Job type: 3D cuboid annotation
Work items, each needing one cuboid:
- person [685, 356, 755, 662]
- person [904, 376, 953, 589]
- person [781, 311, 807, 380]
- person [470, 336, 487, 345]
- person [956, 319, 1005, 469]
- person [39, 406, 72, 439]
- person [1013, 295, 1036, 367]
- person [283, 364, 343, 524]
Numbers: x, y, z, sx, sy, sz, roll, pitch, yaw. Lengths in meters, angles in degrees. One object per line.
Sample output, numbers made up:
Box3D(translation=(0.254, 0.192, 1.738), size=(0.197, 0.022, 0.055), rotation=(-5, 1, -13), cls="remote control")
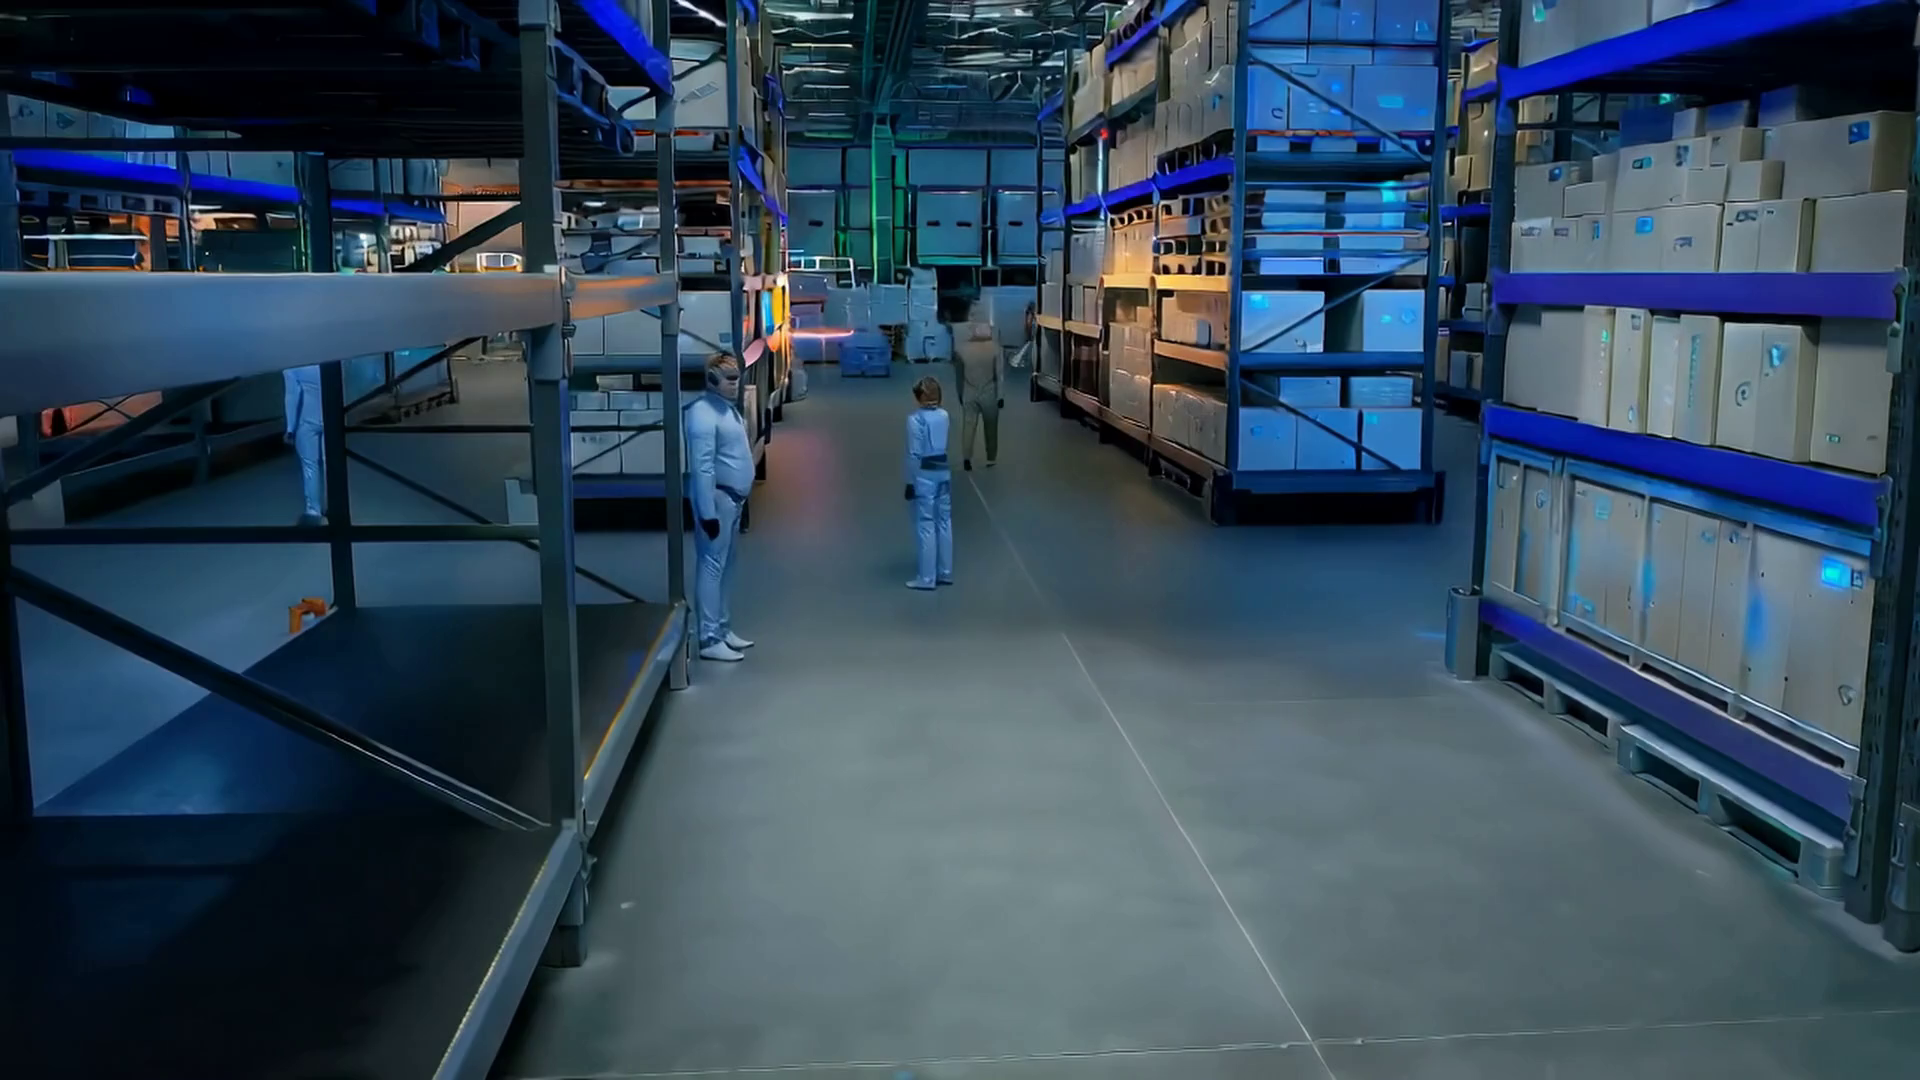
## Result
Box3D(translation=(-1.488, -0.204, 10.475), size=(0.401, 1.904, 0.641), rotation=(1, 9, 7), cls="person")
Box3D(translation=(-0.241, -0.442, 12.793), size=(0.310, 1.638, 0.523), rotation=(6, 11, 35), cls="person")
Box3D(translation=(-3.476, -3.861, 34.095), size=(0.545, 1.685, 0.545), rotation=(-1, 9, -8), cls="person")
Box3D(translation=(-16.558, -7.527, 57.014), size=(0.555, 1.715, 0.516), rotation=(-3, 10, -18), cls="person")
Box3D(translation=(0.244, -1.819, 20.753), size=(0.641, 1.866, 0.947), rotation=(1, 9, 8), cls="person")
Box3D(translation=(-13.075, -2.243, 23.994), size=(0.550, 1.656, 0.822), rotation=(-2, 9, -10), cls="person")
Box3D(translation=(1.860, -5.424, 43.334), size=(1.012, 1.889, 0.550), rotation=(-2, 9, -13), cls="person")
Box3D(translation=(-6.275, -1.127, 16.155), size=(0.370, 1.940, 0.627), rotation=(6, 11, 34), cls="person")
